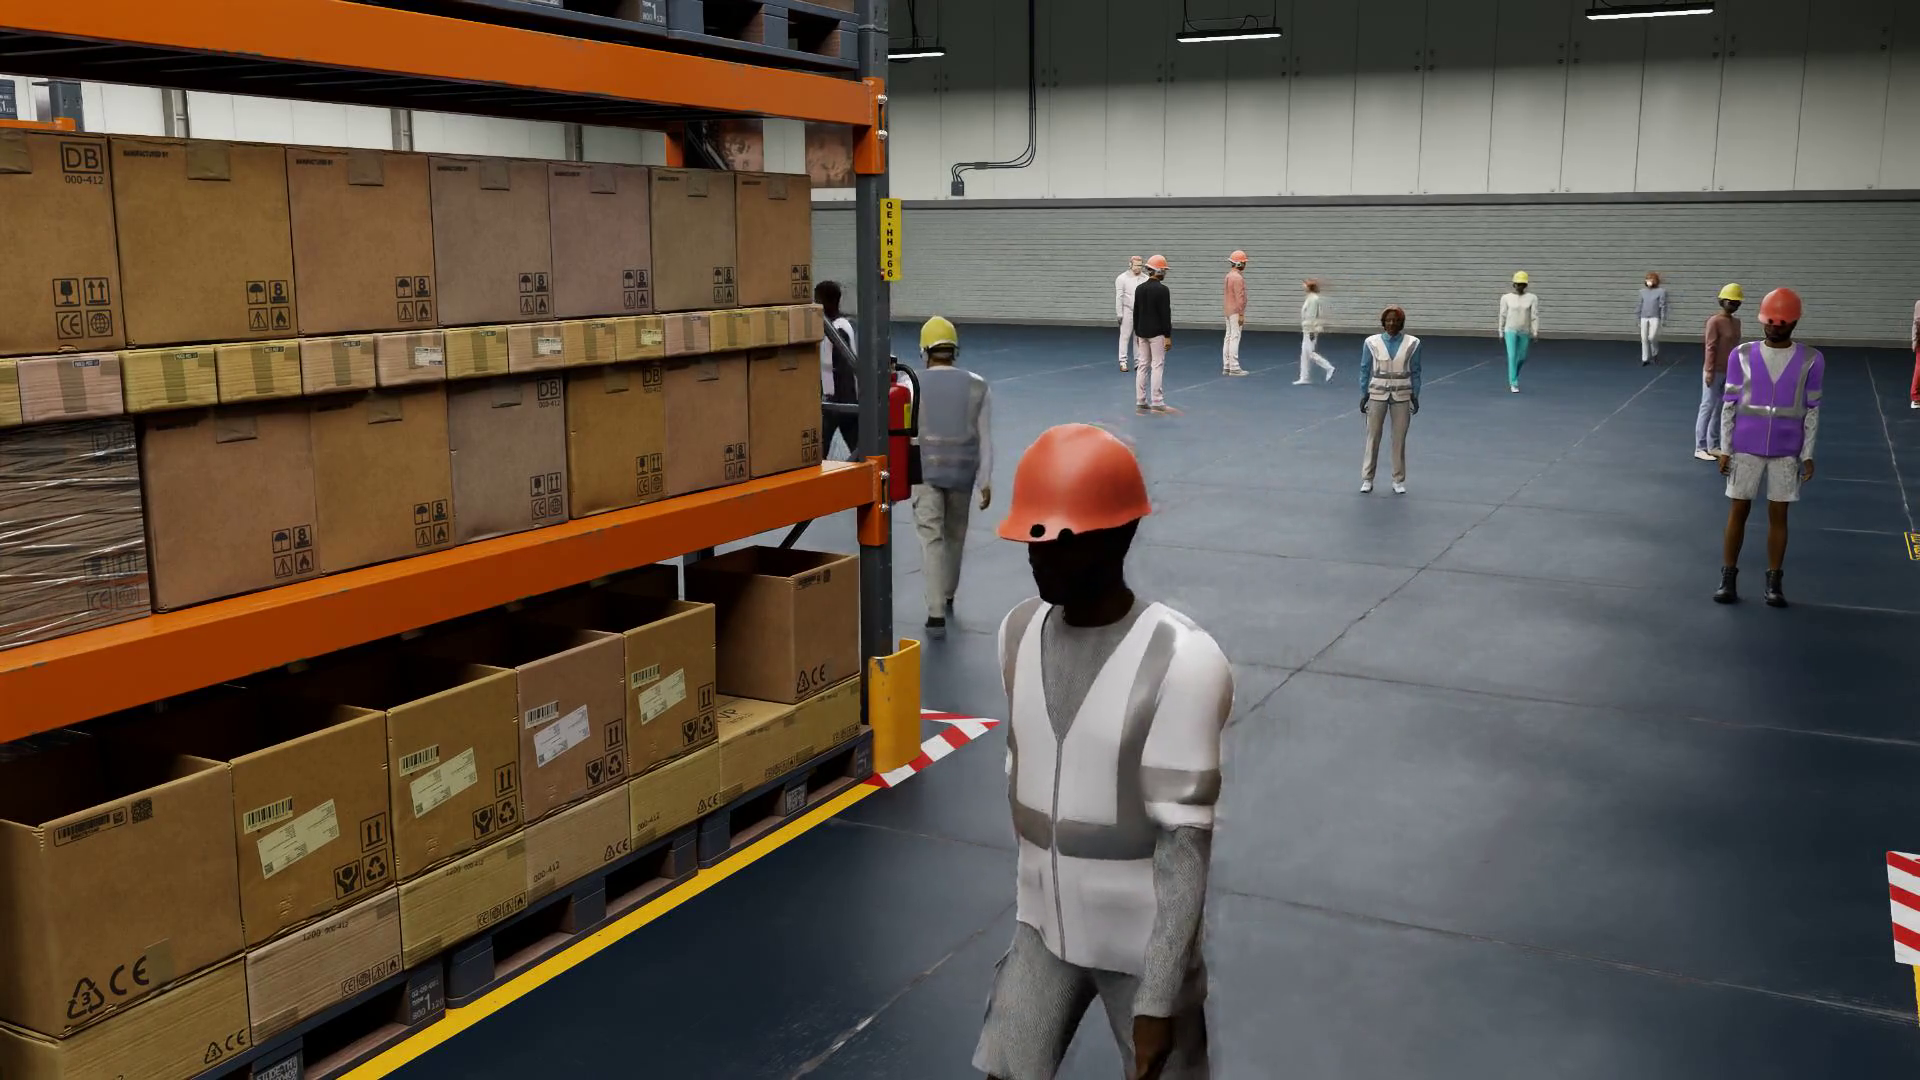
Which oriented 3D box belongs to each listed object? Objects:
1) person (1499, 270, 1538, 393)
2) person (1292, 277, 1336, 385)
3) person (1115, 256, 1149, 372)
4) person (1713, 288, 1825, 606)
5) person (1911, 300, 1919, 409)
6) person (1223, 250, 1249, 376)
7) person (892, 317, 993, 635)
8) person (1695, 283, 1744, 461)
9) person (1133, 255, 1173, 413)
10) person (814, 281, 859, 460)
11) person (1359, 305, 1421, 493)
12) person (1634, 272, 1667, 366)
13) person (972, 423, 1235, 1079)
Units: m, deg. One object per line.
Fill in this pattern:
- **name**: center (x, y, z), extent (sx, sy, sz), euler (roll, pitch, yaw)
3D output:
- **person**: center (8.030, -3.013, 23.973), extent (0.528, 1.743, 0.735), euler (1, 10, 6)
- **person**: center (5.308, -3.116, 24.869), extent (0.542, 1.622, 0.523), euler (1, 10, 5)
- **person**: center (2.879, -3.729, 27.449), extent (0.640, 1.909, 0.409), euler (-4, 11, -23)
- **person**: center (4.895, -0.554, 10.077), extent (0.543, 1.928, 0.374), euler (5, 11, 23)
- **person**: center (12.571, -2.557, 21.466), extent (0.520, 1.761, 0.334), euler (2, 11, 9)
- **person**: center (4.429, -3.640, 26.717), extent (0.379, 1.996, 0.610), euler (-2, 11, -10)
- **person**: center (-0.128, -0.382, 9.555), extent (0.610, 1.782, 0.950), euler (-2, 11, -11)
- **person**: center (7.632, -1.676, 16.642), extent (0.527, 1.765, 0.328), euler (-7, 13, -35)
- **person**: center (2.460, -2.603, 21.070), extent (0.388, 1.990, 0.622), euler (-7, 13, -35)
- **person**: center (-1.109, -1.172, 13.607), extent (1.020, 1.864, 0.618), euler (-1, 10, -8)
- **person**: center (3.745, -1.222, 14.500), extent (0.520, 1.639, 0.312), euler (2, 11, 12)
- **person**: center (11.822, -3.785, 28.533), extent (0.345, 1.617, 0.519), euler (-9, 13, -39)
- **person**: center (0.196, 0.742, 3.066), extent (0.562, 1.893, 0.928), euler (9, 14, 41)
